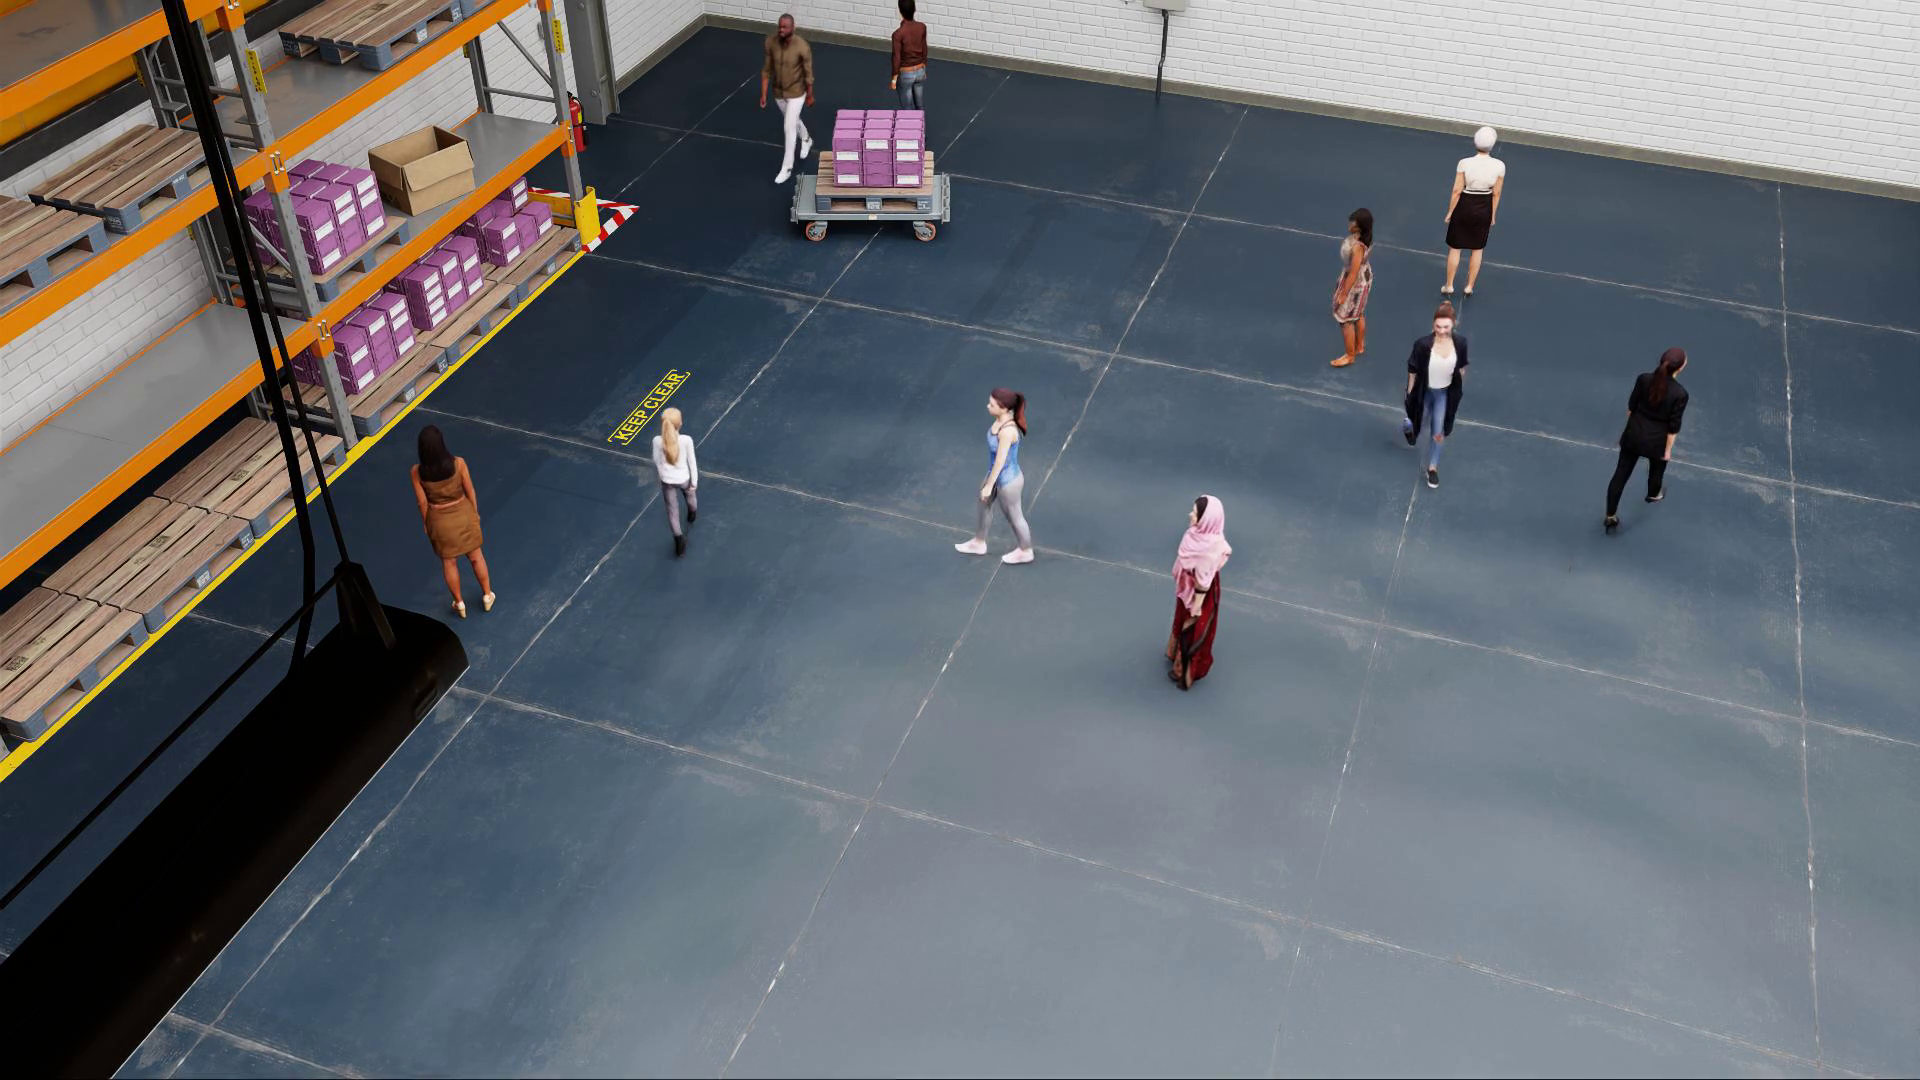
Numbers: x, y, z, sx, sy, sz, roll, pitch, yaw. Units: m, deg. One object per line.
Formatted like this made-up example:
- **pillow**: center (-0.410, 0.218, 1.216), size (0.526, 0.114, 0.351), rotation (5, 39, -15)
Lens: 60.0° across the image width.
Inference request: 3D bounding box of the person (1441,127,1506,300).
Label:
- **person**: center (4.914, -3.115, 15.962), size (0.663, 1.753, 0.573), rotation (6, 39, 8)

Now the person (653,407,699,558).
- **person**: center (-2.228, -0.430, 13.004), size (0.724, 1.248, 0.922), rotation (-4, 39, -5)

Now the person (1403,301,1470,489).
- **person**: center (3.869, -1.261, 13.712), size (0.856, 1.663, 1.018), rotation (-2, 39, -3)

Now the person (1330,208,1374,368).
- **person**: center (3.622, -2.329, 15.092), size (0.826, 1.609, 0.484), rotation (20, 43, 23)

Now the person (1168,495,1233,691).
- **person**: center (1.691, 0.330, 11.741), size (0.807, 1.637, 0.661), rotation (0, 39, 0)

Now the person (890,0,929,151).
- **person**: center (-0.540, -5.168, 18.512), size (0.654, 1.778, 0.779), rotation (-26, 45, -29)

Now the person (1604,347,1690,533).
- **person**: center (5.351, -0.743, 13.090), size (1.087, 1.631, 0.894), rotation (-31, 48, -33)

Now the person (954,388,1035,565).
- **person**: center (0.422, -0.473, 12.788), size (0.852, 1.585, 0.888), rotation (-5, 39, -6)

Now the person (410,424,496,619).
- **person**: center (-3.753, -0.127, 12.287), size (0.639, 1.670, 0.692), rotation (-15, 41, -18)

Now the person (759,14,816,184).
- **person**: center (-1.825, -4.908, 18.177), size (0.809, 1.790, 1.213), rotation (17, 42, 20)
